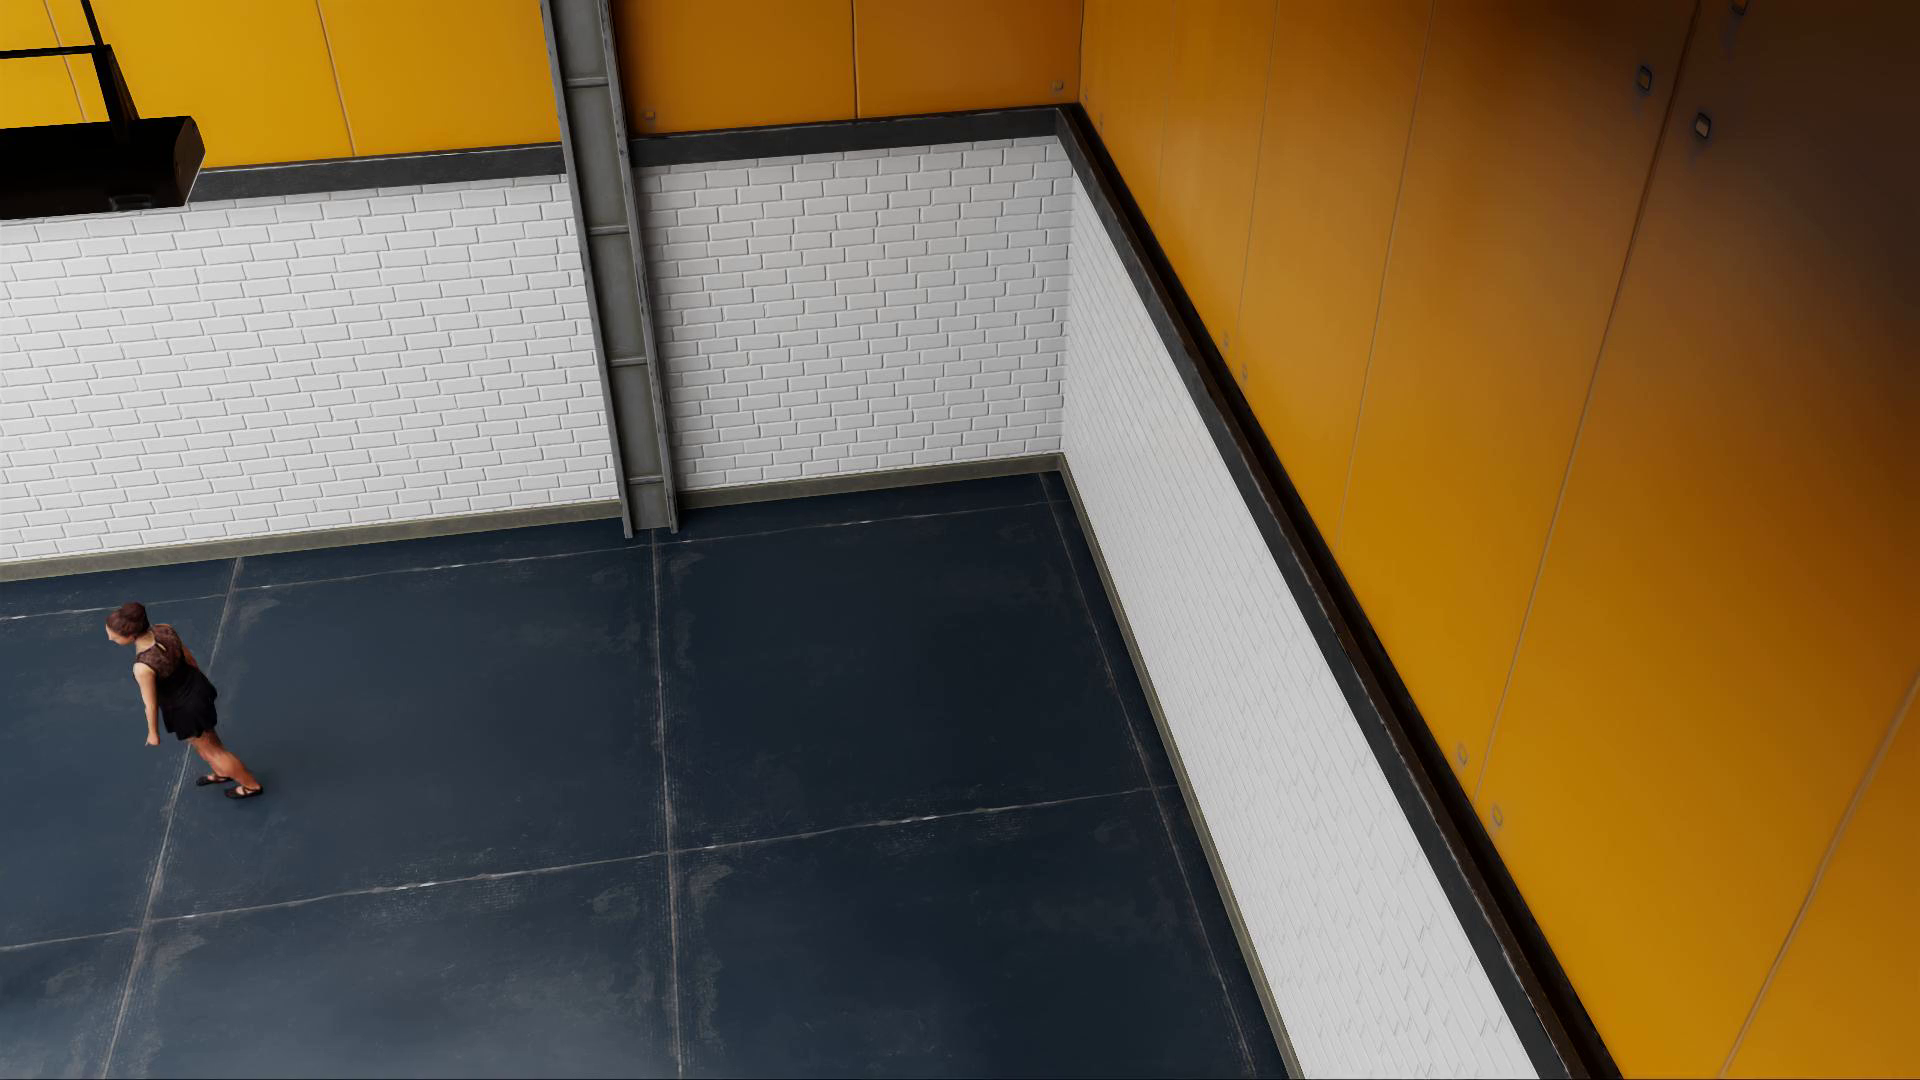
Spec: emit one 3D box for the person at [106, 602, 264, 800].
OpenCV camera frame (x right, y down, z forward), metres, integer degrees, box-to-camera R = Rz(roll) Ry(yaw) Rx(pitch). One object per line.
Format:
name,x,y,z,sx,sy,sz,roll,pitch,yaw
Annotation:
person,-4.505,0.966,9.815,0.705,1.646,0.648,6,39,7
